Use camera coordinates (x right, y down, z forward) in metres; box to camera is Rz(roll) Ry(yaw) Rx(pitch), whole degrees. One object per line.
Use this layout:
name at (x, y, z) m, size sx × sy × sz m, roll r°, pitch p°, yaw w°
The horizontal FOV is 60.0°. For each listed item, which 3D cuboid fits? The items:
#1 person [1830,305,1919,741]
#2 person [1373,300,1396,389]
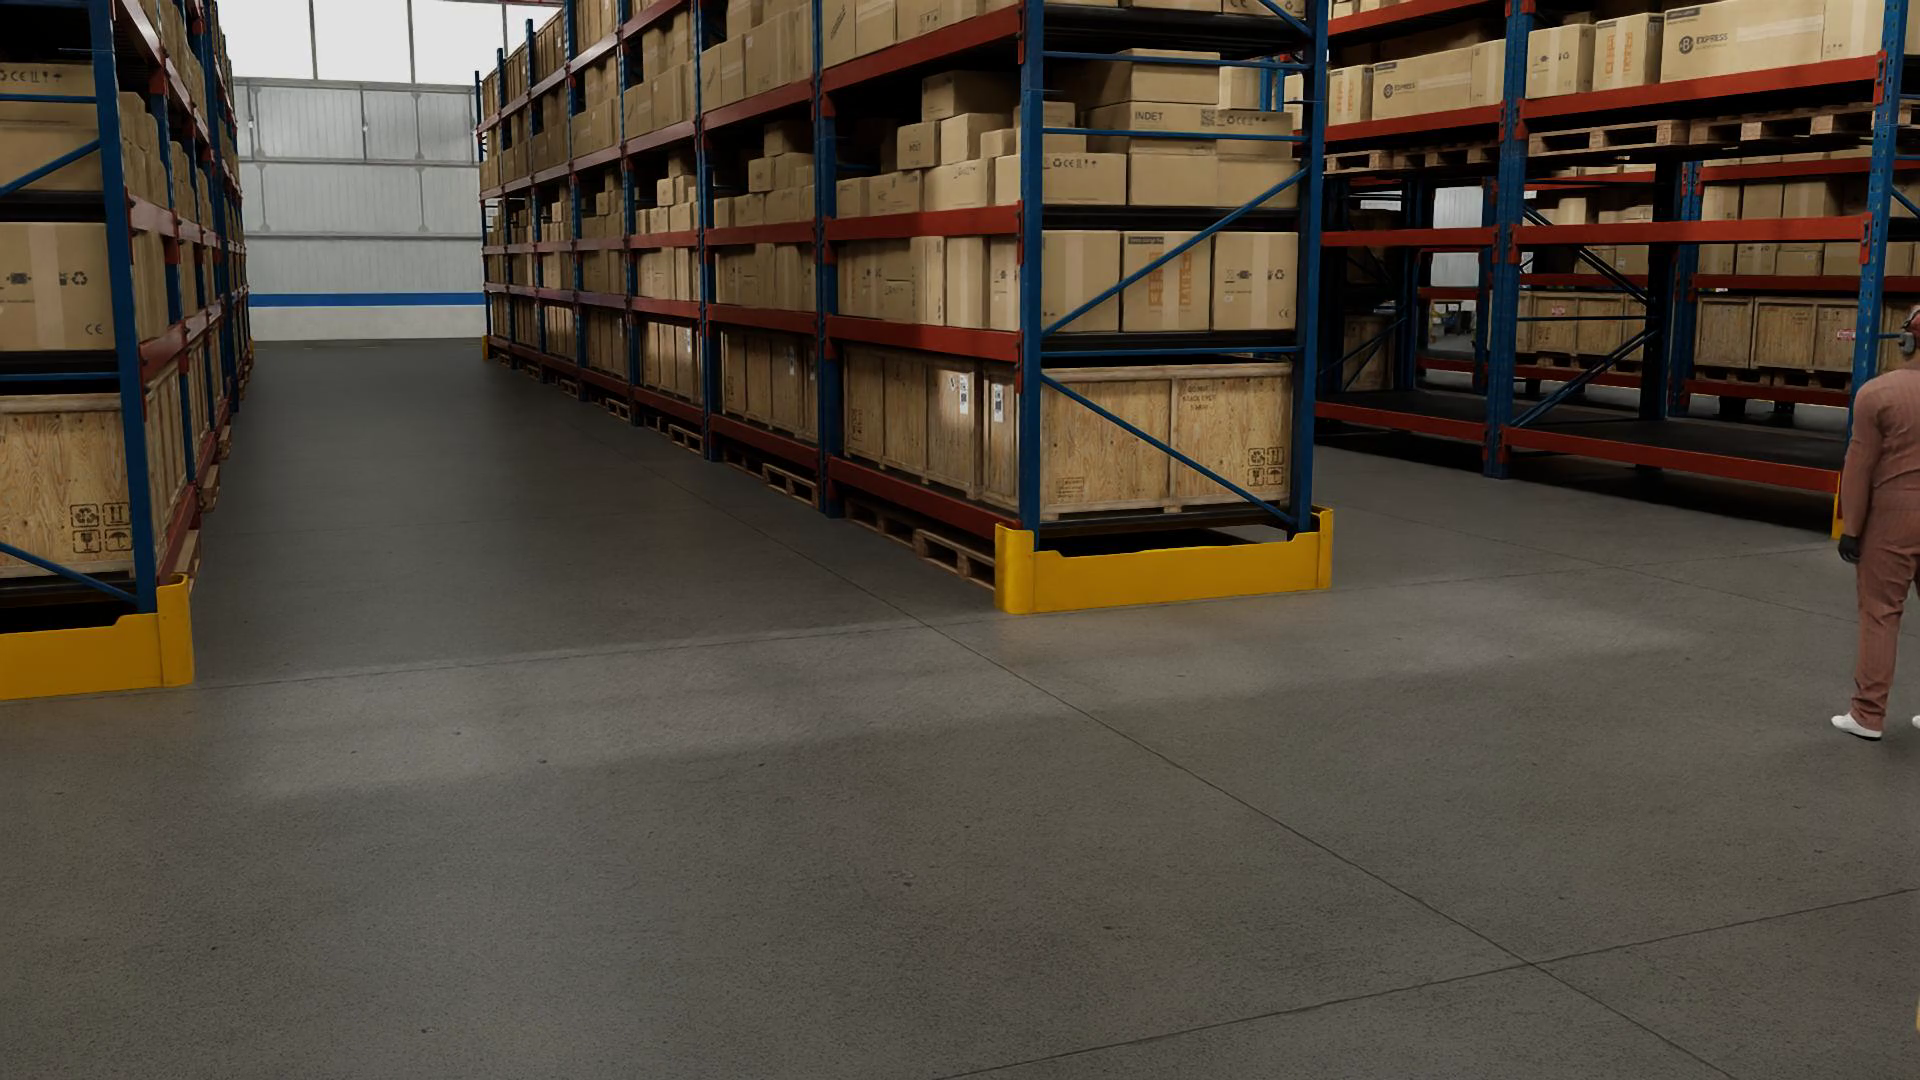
person at (4.144, -0.071, 7.237) m, size 0.640 × 1.899 × 0.398 m, roll 0°, pitch 9°, yaw 2°
person at (6.061, -2.785, 23.775) m, size 0.597 × 1.803 × 0.790 m, roll -3°, pitch 10°, yaw -20°
